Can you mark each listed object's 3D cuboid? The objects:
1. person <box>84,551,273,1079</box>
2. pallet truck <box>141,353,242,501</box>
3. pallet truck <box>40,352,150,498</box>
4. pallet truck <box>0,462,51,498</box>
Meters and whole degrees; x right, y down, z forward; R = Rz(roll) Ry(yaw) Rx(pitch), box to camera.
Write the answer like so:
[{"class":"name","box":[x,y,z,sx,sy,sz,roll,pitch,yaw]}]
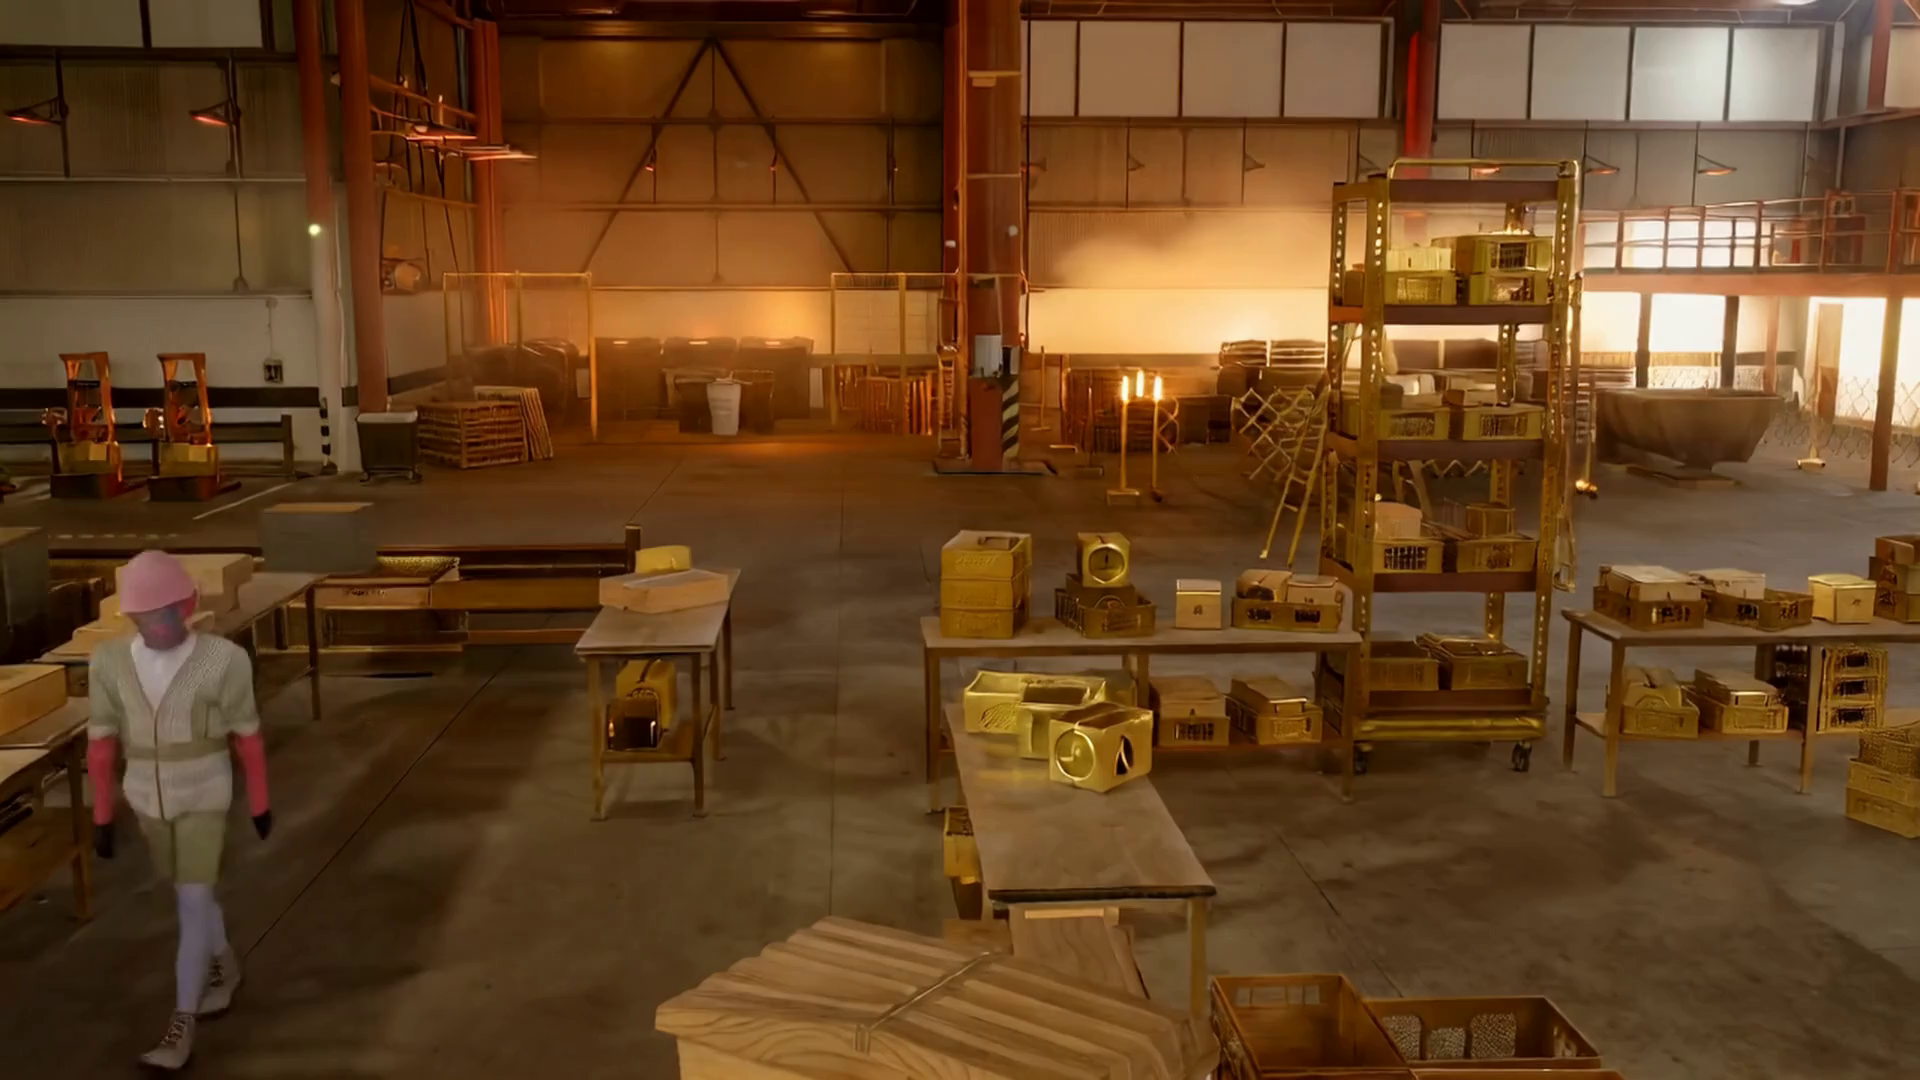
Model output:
[{"class":"person","box":[-3.058,1.023,6.469,0.605,1.981,1.021,0,9,1]},{"class":"pallet truck","box":[-10.520,-1.604,22.925,0.823,1.965,1.885,-1,9,-6]},{"class":"pallet truck","box":[-11.907,-1.642,23.165,0.823,1.965,1.885,0,9,0]},{"class":"pallet truck","box":[-13.193,-1.293,23.148,0.653,1.274,1.630,-1,9,-4]}]
